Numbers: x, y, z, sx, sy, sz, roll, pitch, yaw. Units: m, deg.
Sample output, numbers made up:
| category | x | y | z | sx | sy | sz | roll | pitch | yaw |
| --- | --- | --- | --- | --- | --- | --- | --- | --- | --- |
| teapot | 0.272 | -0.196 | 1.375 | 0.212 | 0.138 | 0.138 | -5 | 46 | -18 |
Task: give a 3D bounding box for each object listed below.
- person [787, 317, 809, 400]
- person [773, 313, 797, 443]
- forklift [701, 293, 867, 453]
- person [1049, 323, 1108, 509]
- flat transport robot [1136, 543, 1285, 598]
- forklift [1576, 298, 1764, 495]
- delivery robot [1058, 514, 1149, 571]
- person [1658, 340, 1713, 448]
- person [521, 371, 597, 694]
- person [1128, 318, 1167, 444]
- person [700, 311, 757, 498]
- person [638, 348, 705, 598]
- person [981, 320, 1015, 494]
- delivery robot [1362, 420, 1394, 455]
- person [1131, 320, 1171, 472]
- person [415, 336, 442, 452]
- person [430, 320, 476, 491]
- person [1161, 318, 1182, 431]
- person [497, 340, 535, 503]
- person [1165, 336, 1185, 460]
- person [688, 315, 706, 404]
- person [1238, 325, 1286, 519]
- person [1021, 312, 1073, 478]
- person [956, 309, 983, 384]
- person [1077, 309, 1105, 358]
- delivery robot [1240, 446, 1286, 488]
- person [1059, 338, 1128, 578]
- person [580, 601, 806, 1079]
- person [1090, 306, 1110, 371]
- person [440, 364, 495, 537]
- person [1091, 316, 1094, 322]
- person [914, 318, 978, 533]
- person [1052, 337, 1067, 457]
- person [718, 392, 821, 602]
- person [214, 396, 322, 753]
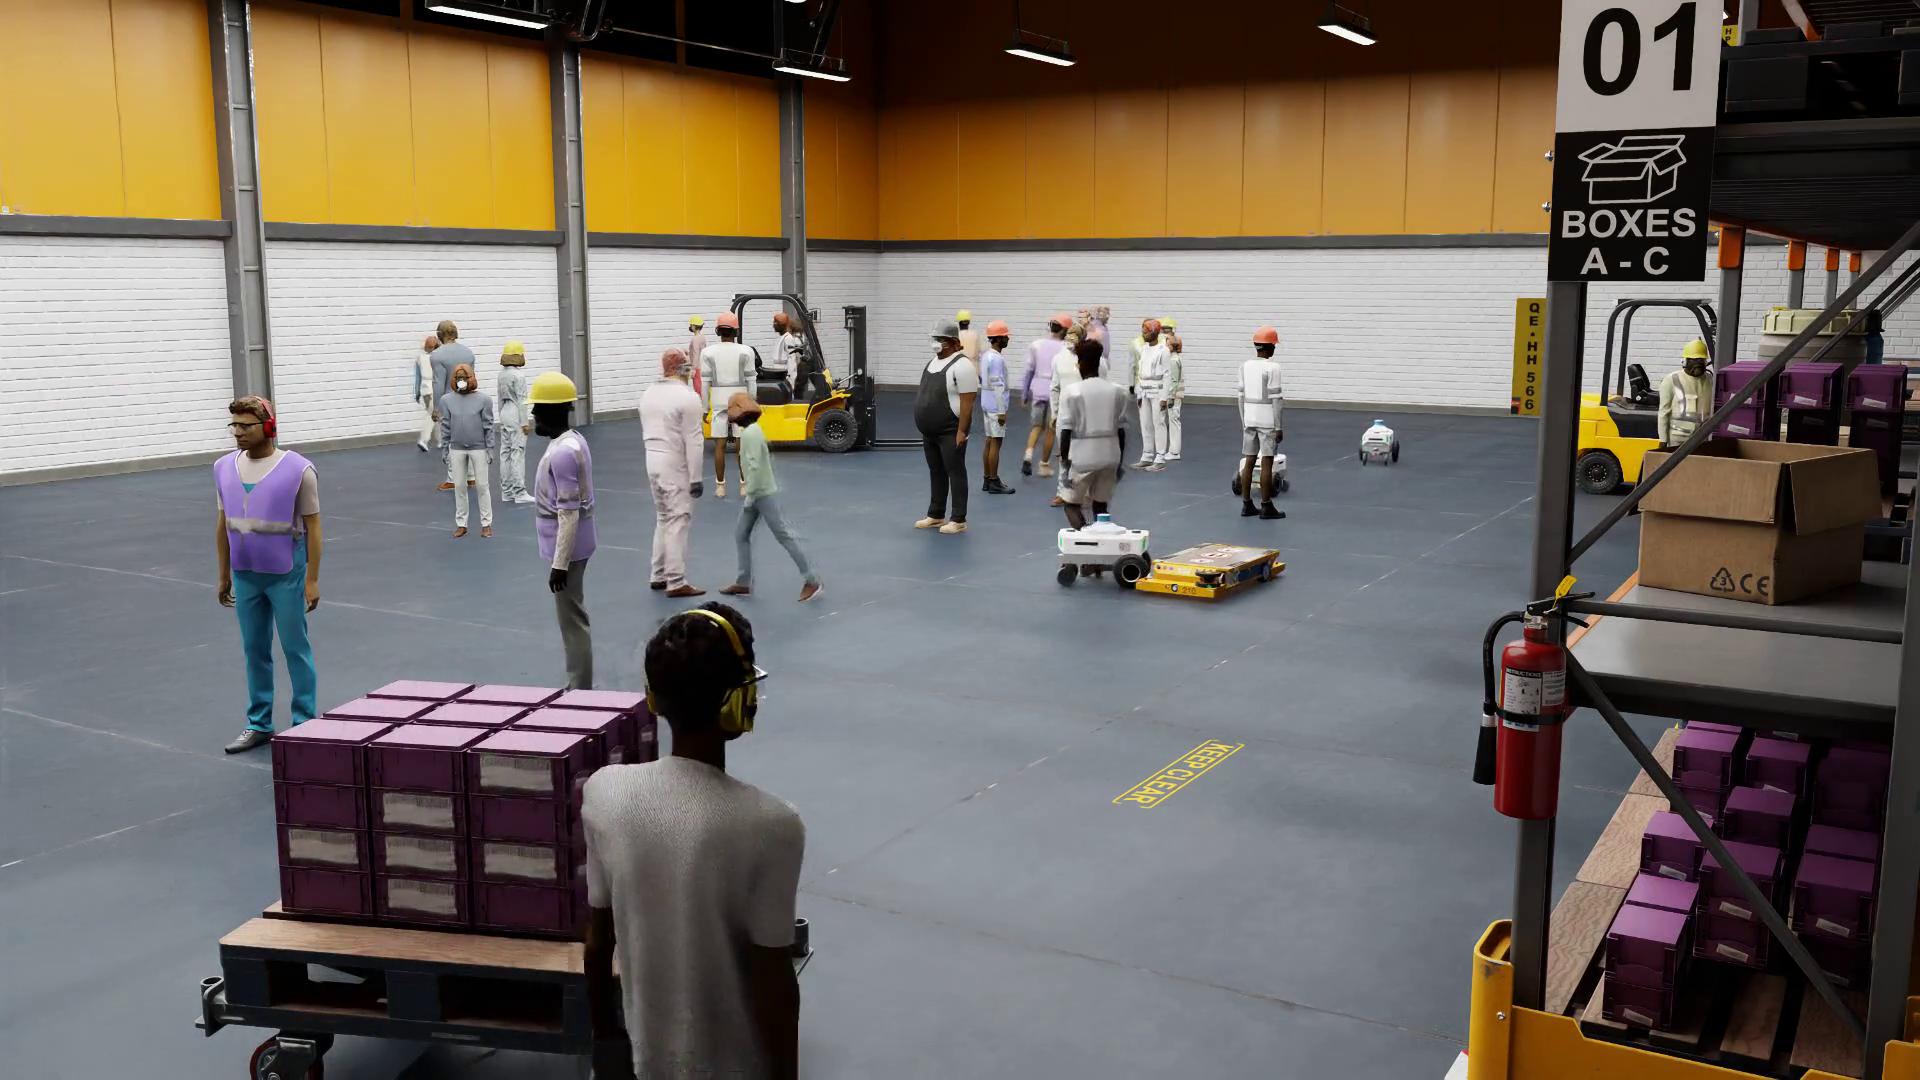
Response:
| category | x | y | z | sx | sy | sz | roll | pitch | yaw |
| --- | --- | --- | --- | --- | --- | --- | --- | --- | --- |
| person | -2.433 | -2.411 | 24.754 | 0.392 | 1.818 | 0.526 | 4 | 10 | 22 |
| person | -2.554 | -2.359 | 24.242 | 0.352 | 1.881 | 0.576 | -3 | 10 | -17 |
| forklift | -2.458 | -2.344 | 23.176 | 2.313 | 2.155 | 1.214 | 0 | 9 | -2 |
| person | 1.230 | -1.294 | 17.425 | 0.629 | 1.937 | 0.379 | 5 | 10 | 27 |
| flat transport robot | 1.999 | 0.224 | 13.128 | 0.652 | 0.197 | 1.431 | 6 | 11 | 32 |
| forklift | 7.954 | -1.589 | 18.462 | 2.313 | 2.155 | 1.214 | 5 | 11 | 30 |
| delivery robot | 1.129 | 0.035 | 13.135 | 0.707 | 0.478 | 0.477 | 1 | 9 | 8 |
| person | 6.952 | -0.992 | 15.862 | 0.601 | 1.830 | 0.403 | -1 | 9 | -9 |
| person | -2.173 | 0.047 | 9.081 | 0.370 | 1.927 | 0.588 | -2 | 9 | -12 |
| person | 2.718 | -2.256 | 23.760 | 0.658 | 1.829 | 0.446 | -1 | 9 | -3 |
| person | -2.522 | -1.470 | 18.187 | 0.605 | 2.045 | 0.377 | -1 | 9 | -4 |
| person | -2.181 | -0.511 | 12.705 | 0.641 | 1.890 | 0.416 | 8 | 12 | 41 |
| person | 0.418 | -1.485 | 18.595 | 0.351 | 1.942 | 0.547 | -2 | 9 | -12 |
| delivery robot | 5.409 | -1.307 | 21.512 | 0.477 | 0.478 | 0.707 | 3 | 10 | 18 |
| person | 2.396 | -1.791 | 20.689 | 0.361 | 1.884 | 0.574 | -5 | 10 | -27 |
| person | -7.343 | -2.031 | 23.081 | 0.516 | 1.601 | 0.850 | 3 | 10 | 18 |
| person | -5.737 | -1.517 | 18.826 | 0.358 | 1.932 | 0.632 | 5 | 10 | 27 |
| person | 3.174 | -2.525 | 25.622 | 0.961 | 1.760 | 0.671 | -8 | 12 | -42 |
| person | -4.780 | -1.274 | 17.894 | 0.309 | 1.744 | 0.485 | -9 | 13 | -43 |
| person | 2.808 | -1.870 | 21.941 | 0.306 | 1.640 | 0.523 | 1 | 9 | 7 |
| person | -4.327 | -2.811 | 27.406 | 0.296 | 1.772 | 0.533 | 1 | 9 | 7 |
| person | 3.038 | -1.177 | 16.692 | 0.357 | 1.938 | 0.543 | -7 | 11 | -37 |
| person | 1.065 | -1.715 | 19.843 | 0.700 | 1.999 | 0.590 | 5 | 10 | 28 |
| person | 0.082 | -2.629 | 25.849 | 0.606 | 1.905 | 0.770 | -3 | 10 | -18 |
| person | 1.923 | -2.643 | 25.934 | 0.641 | 1.908 | 0.407 | 5 | 10 | 28 |
| delivery robot | 3.377 | -0.830 | 18.533 | 0.477 | 0.478 | 0.707 | 5 | 10 | 27 |
| person | 1.068 | -0.638 | 13.278 | 0.618 | 1.947 | 0.510 | -3 | 10 | -20 |
| person | -0.531 | 1.043 | 3.146 | 0.522 | 1.849 | 0.774 | 5 | 10 | 26 |
| person | 2.439 | -3.136 | 29.077 | 0.476 | 1.884 | 0.659 | 5 | 10 | 29 |
| person | -4.579 | -0.828 | 15.487 | 0.502 | 1.626 | 0.283 | 0 | 9 | -1 |
| person | 2.310 | -3.213 | 30.142 | 0.529 | 1.697 | 0.321 | 6 | 11 | 31 |
| person | -0.175 | -1.088 | 15.810 | 0.537 | 2.000 | 0.683 | -7 | 11 | -36 |
| person | 1.462 | -1.902 | 22.155 | 0.279 | 1.634 | 0.498 | -7 | 12 | -39 |
| person | -1.427 | -0.332 | 12.562 | 0.771 | 1.575 | 0.537 | -1 | 9 | -9 |
| person | -3.517 | 0.181 | 8.495 | 0.570 | 1.843 | 0.373 | 2 | 9 | 13 |
